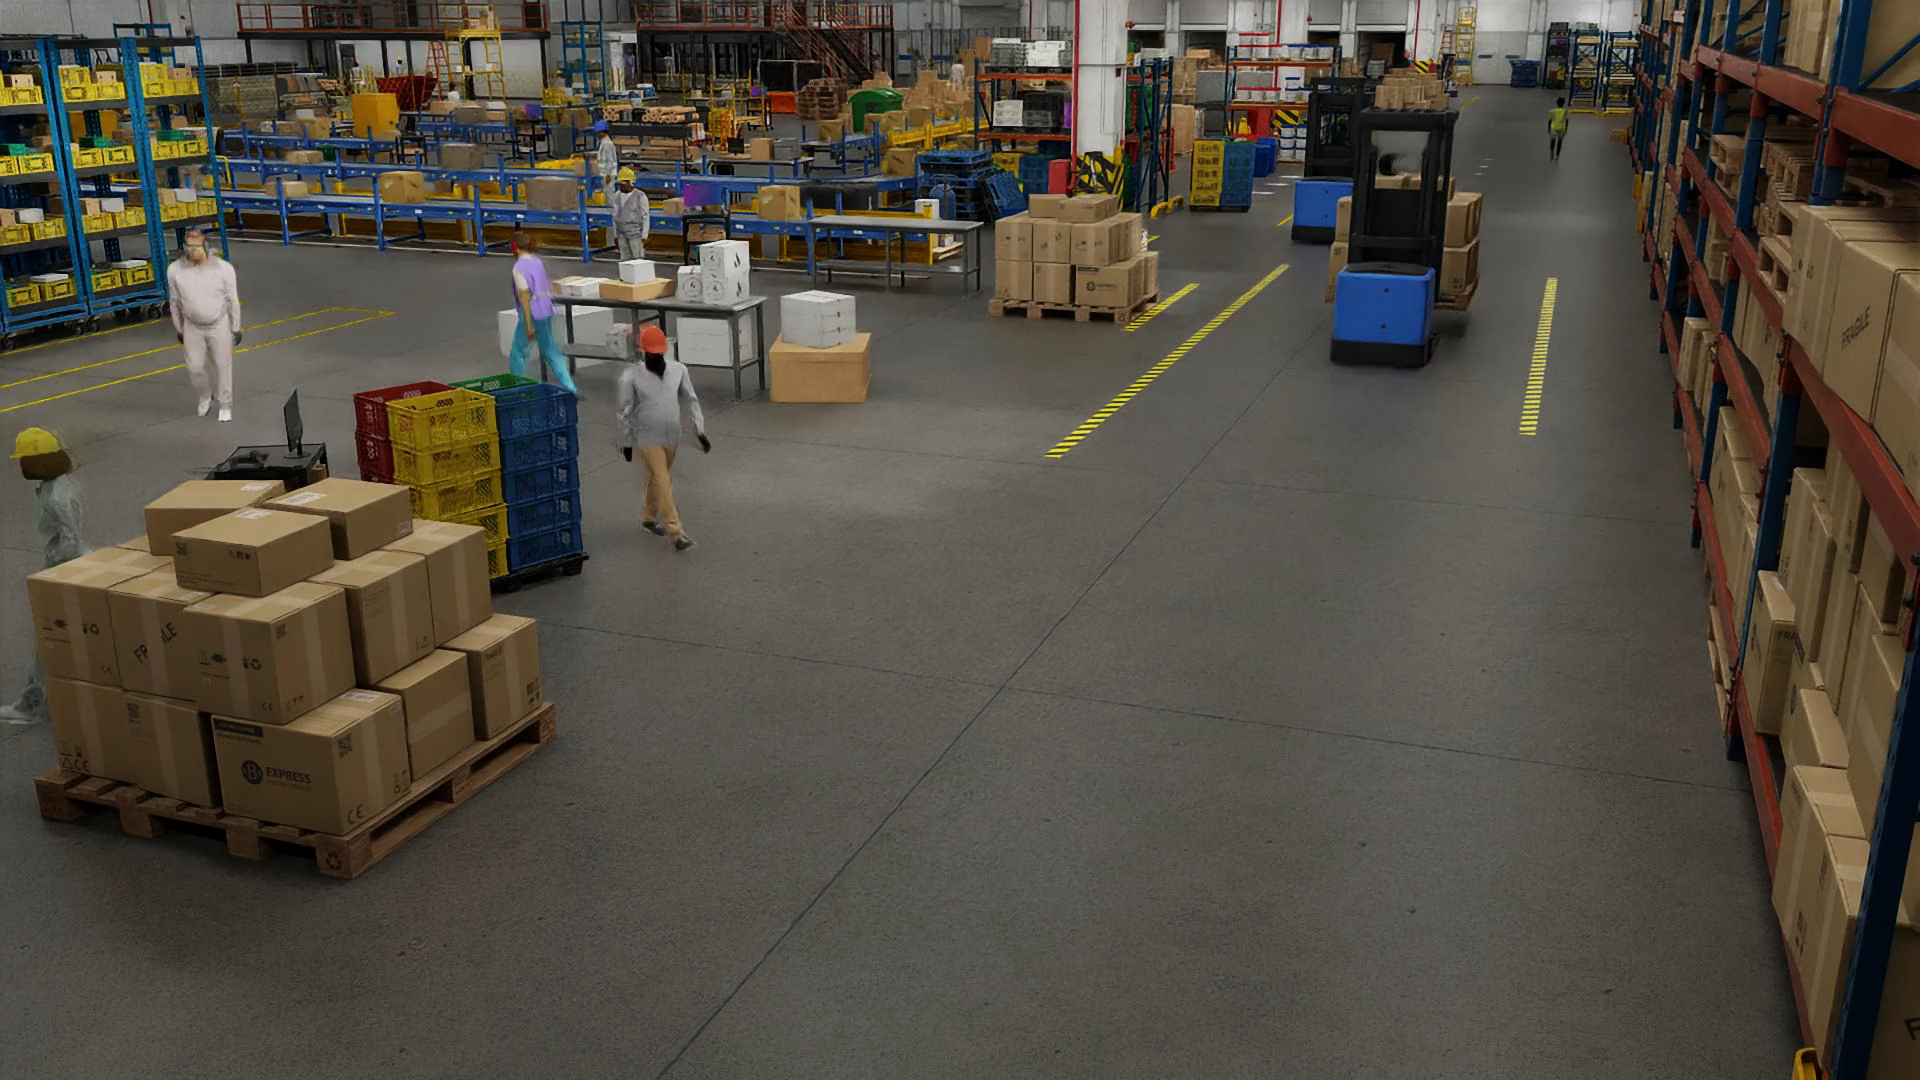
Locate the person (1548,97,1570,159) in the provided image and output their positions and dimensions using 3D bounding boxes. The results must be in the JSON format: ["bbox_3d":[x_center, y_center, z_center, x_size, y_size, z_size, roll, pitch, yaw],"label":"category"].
[{"bbox_3d":[16.312,-11.218,45.358,0.540,1.679,0.625,6,19,19],"label":"person"}]

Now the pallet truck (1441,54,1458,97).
[{"bbox_3d":[22.765,-21.886,78.355,0.823,1.965,1.885,-4,18,-14],"label":"pallet truck"}]

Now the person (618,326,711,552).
[{"bbox_3d":[-2.242,-0.781,12.528,0.570,1.694,0.928,-15,23,-40],"label":"person"}]

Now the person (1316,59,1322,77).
[{"bbox_3d":[16.760,-21.807,78.358,0.859,1.838,0.554,1,18,2],"label":"person"}]

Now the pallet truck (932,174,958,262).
[{"bbox_3d":[-0.507,-5.292,27.348,0.653,1.274,1.630,6,19,19],"label":"pallet truck"}]

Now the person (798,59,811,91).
[{"bbox_3d":[-6.531,-18.969,69.122,0.745,2.000,0.693,12,22,34],"label":"person"}]

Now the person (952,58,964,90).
[{"bbox_3d":[-0.076,-20.428,73.910,0.653,1.915,0.439,8,20,25],"label":"person"}]

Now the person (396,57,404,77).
[{"bbox_3d":[-25.590,-21.143,76.153,0.408,1.918,0.623,-6,19,-19],"label":"person"}]

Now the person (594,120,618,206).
[{"bbox_3d":[-6.697,-6.963,31.549,0.404,1.945,0.615,-5,18,-16],"label":"person"}]

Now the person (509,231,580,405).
[{"bbox_3d":[-4.377,-2.254,17.018,0.937,1.785,0.596,4,18,13],"label":"person"}]

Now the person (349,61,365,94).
[{"bbox_3d":[-25.662,-19.446,70.873,0.579,1.882,0.342,-4,18,-14],"label":"person"}]

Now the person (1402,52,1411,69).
[{"bbox_3d":[22.148,-23.186,82.484,0.741,1.964,0.649,16,24,41],"label":"person"}]

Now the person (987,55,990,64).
[{"bbox_3d":[1.222,-20.960,75.432,0.835,2.017,0.607,-3,18,-9],"label":"person"}]

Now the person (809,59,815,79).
[{"bbox_3d":[-6.376,-19.728,71.672,0.377,1.938,0.547,5,18,14],"label":"person"}]

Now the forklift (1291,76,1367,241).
[{"bbox_3d":[6.598,-6.755,29.381,1.129,2.768,1.873,6,19,19],"label":"forklift"}]

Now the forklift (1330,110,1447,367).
[{"bbox_3d":[5.035,-3.547,19.300,1.129,2.768,1.873,6,19,19],"label":"forklift"}]

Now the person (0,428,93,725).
[{"bbox_3d":[-5.160,0.191,9.494,0.893,1.685,0.501,-10,20,-28],"label":"person"}]

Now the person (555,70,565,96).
[{"bbox_3d":[-15.302,-17.105,63.730,0.406,1.754,0.531,11,21,31],"label":"person"}]

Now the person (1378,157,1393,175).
[{"bbox_3d":[7.009,-5.431,27.227,0.901,1.649,0.540,6,18,17],"label":"person"}]

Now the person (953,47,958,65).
[{"bbox_3d":[-0.157,-26.359,92.417,0.608,1.995,0.377,10,20,28],"label":"person"}]

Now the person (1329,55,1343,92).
[{"bbox_3d":[18.874,-23.452,83.590,0.649,1.800,0.910,-16,23,-40],"label":"person"}]

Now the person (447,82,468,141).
[{"bbox_3d":[-15.560,-13.216,51.393,0.806,1.840,0.534,11,21,31],"label":"person"}]

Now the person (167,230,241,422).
[{"bbox_3d":[-7.394,-2.092,16.331,0.643,1.895,0.414,-5,18,-15],"label":"person"}]

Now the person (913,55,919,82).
[{"bbox_3d":[-2.439,-27.079,95.110,0.852,1.726,0.545,-6,19,-17],"label":"person"}]

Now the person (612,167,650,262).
[{"bbox_3d":[-4.642,-4.305,23.382,0.601,1.831,0.404,9,20,27],"label":"person"}]

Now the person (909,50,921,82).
[{"bbox_3d":[-2.468,-26.802,94.133,0.942,1.804,0.633,-3,18,-10],"label":"person"}]
